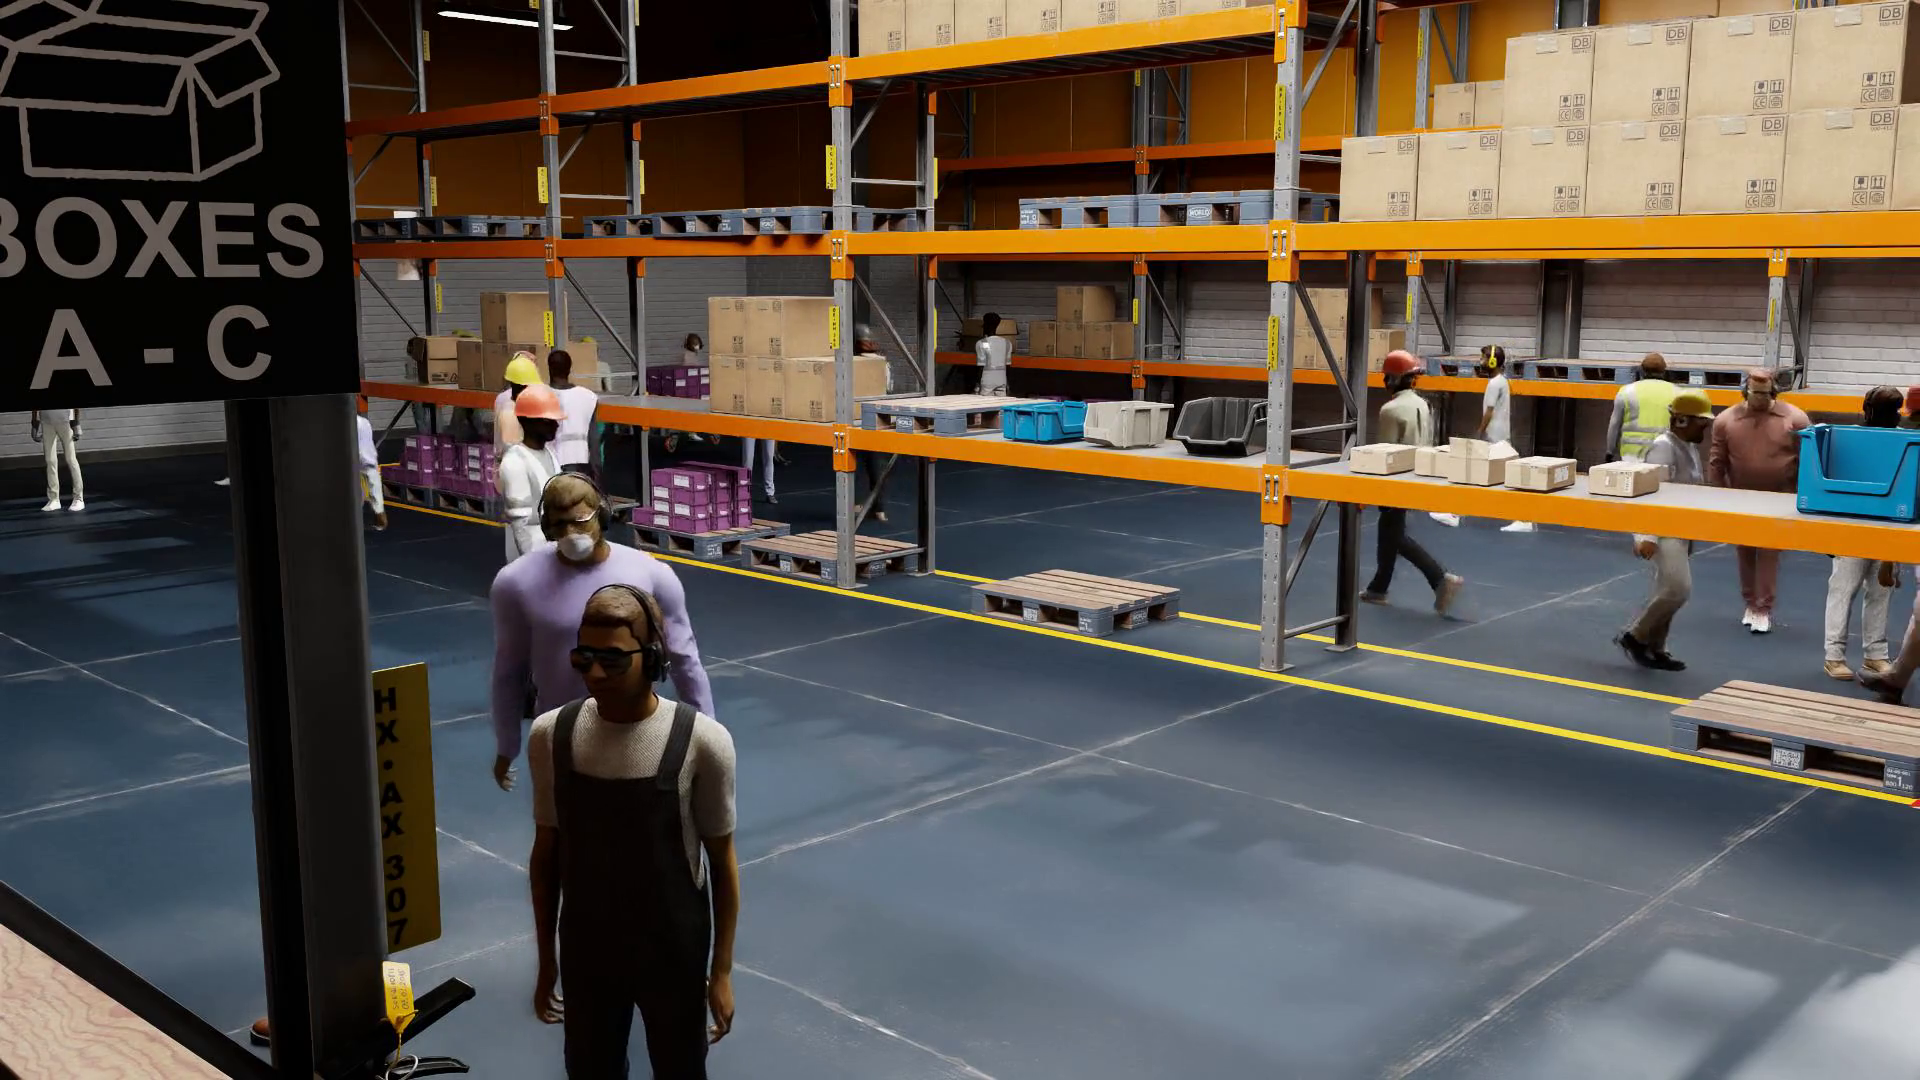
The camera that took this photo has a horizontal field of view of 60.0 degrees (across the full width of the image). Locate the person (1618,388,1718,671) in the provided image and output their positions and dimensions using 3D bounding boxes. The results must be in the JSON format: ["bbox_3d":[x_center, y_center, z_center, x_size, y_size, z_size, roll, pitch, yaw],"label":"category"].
[{"bbox_3d":[4.538,-0.060,10.580,0.427,1.808,0.605,7,12,37],"label":"person"}]

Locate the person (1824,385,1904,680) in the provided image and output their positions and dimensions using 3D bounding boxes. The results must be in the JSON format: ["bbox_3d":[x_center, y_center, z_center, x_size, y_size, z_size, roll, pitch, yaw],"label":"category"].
[{"bbox_3d":[5.694,-0.042,10.379,0.631,1.843,0.429,-1,9,-7],"label":"person"}]

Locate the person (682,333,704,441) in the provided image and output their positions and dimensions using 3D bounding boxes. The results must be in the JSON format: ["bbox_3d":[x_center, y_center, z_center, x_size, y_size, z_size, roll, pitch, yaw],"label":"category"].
[{"bbox_3d":[-3.919,-2.259,24.644,0.449,1.605,0.532,1,9,8],"label":"person"}]

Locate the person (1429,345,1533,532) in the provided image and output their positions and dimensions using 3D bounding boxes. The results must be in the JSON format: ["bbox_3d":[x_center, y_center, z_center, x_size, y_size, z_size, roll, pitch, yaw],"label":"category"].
[{"bbox_3d":[5.163,-0.985,16.251,0.991,1.819,0.516,3,10,16],"label":"person"}]

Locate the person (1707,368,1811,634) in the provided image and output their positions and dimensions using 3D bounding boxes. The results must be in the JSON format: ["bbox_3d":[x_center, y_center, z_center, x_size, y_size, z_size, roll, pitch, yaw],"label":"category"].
[{"bbox_3d":[5.619,-0.276,11.747,0.665,1.859,0.807,7,12,37],"label":"person"}]

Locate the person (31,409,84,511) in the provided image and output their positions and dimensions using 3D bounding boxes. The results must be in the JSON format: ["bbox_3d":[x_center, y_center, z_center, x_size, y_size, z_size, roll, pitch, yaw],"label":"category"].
[{"bbox_3d":[-9.556,-1.222,17.579,0.516,1.856,0.317,0,9,-2],"label":"person"}]

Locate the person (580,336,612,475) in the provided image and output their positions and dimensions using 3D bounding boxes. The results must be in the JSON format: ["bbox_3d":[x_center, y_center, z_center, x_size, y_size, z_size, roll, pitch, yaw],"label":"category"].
[{"bbox_3d":[-4.542,-1.619,20.324,0.551,1.734,0.643,-4,10,-21],"label":"person"}]

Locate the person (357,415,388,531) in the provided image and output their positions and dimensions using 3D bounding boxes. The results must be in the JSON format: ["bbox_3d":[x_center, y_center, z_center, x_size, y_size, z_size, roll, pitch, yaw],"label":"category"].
[{"bbox_3d":[-4.163,-0.218,11.245,0.567,1.905,0.832,-8,12,-41],"label":"person"}]

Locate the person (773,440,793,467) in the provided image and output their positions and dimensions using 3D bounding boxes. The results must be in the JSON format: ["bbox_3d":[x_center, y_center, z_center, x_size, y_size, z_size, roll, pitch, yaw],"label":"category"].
[{"bbox_3d":[-2.350,-1.915,21.578,0.375,1.934,0.547,1,9,7],"label":"person"}]

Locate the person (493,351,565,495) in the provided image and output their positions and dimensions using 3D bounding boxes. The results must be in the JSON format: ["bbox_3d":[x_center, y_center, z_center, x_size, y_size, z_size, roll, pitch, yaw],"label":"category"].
[{"bbox_3d":[-3.479,-0.563,13.372,0.405,1.906,0.653,7,12,38],"label":"person"}]

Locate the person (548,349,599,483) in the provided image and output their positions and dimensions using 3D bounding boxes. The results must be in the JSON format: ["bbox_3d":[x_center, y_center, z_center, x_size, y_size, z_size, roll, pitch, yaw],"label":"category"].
[{"bbox_3d":[-3.224,-0.605,13.651,0.592,1.904,0.573,-6,11,-32],"label":"person"}]

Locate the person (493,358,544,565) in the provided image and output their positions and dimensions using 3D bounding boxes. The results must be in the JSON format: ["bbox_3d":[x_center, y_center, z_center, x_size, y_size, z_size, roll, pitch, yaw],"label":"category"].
[{"bbox_3d":[-3.314,-0.415,12.561,0.394,1.897,0.722,-2,9,-11],"label":"person"}]

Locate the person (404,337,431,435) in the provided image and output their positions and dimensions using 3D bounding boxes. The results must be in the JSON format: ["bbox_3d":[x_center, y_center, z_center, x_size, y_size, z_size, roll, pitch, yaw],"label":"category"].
[{"bbox_3d":[-7.440,-1.971,22.848,0.341,1.620,0.520,4,10,25],"label":"person"}]

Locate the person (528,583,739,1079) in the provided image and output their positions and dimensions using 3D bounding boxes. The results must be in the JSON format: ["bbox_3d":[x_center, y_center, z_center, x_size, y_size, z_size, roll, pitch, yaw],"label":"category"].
[{"bbox_3d":[-0.771,1.006,3.945,0.505,1.845,0.345,1,9,8],"label":"person"}]

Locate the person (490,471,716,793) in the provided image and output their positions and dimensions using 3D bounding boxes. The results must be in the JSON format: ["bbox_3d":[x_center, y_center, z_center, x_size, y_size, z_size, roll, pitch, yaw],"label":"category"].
[{"bbox_3d":[-1.183,0.709,5.607,0.759,1.883,0.958,-2,10,-13],"label":"person"}]

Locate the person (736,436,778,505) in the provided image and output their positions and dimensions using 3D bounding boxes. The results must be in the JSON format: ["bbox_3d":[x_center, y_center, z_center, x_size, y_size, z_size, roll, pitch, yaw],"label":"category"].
[{"bbox_3d":[-2.183,-1.251,18.024,0.533,1.767,0.312,-3,10,-16],"label":"person"}]

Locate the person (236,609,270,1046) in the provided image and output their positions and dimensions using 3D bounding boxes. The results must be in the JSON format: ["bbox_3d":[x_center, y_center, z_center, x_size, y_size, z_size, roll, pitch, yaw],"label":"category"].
[{"bbox_3d":[-2.203,0.699,5.539,0.372,1.940,0.630,-1,9,-6],"label":"person"}]

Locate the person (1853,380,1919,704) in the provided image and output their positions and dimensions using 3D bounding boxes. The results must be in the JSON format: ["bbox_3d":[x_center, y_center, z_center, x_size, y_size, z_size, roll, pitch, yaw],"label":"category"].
[{"bbox_3d":[5.454,0.058,9.441,0.640,1.942,0.982,-4,10,-22],"label":"person"}]

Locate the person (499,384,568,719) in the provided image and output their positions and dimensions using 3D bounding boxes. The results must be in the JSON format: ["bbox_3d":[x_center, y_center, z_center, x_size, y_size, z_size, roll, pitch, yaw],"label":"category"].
[{"bbox_3d":[-2.333,0.088,9.335,0.500,1.916,0.557,3,10,17],"label":"person"}]

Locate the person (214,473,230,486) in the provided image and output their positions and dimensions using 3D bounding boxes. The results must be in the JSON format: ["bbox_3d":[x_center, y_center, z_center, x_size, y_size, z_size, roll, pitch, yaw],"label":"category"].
[{"bbox_3d":[-8.323,-1.578,19.702,0.978,1.877,0.588,-7,12,-39],"label":"person"}]

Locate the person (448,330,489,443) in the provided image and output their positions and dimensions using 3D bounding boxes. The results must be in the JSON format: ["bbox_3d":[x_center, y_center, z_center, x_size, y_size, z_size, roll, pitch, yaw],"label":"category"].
[{"bbox_3d":[-6.345,-1.787,21.263,0.907,1.785,0.596,-1,9,-5],"label":"person"}]

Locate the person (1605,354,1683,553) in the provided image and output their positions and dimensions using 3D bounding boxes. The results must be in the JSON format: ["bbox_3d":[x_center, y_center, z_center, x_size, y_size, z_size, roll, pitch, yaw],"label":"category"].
[{"bbox_3d":[6.235,-0.795,15.149,0.636,1.792,0.958,2,9,11],"label":"person"}]

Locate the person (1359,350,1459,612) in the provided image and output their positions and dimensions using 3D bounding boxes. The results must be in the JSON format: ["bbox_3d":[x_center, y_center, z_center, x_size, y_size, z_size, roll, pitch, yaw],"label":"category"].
[{"bbox_3d":[3.357,-0.435,12.428,0.873,1.966,0.624,8,12,41],"label":"person"}]

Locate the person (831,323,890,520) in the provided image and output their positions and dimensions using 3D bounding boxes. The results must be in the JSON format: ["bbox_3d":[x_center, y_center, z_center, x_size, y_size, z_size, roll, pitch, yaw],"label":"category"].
[{"bbox_3d":[-1.026,-1.203,16.888,0.607,2.000,0.705,6,11,32],"label":"person"}]

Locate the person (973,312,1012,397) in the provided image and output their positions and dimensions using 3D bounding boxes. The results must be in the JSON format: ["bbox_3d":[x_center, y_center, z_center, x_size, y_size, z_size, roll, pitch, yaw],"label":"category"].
[{"bbox_3d":[0.436,-2.148,22.905,0.613,1.965,0.361,-7,12,-37],"label":"person"}]
